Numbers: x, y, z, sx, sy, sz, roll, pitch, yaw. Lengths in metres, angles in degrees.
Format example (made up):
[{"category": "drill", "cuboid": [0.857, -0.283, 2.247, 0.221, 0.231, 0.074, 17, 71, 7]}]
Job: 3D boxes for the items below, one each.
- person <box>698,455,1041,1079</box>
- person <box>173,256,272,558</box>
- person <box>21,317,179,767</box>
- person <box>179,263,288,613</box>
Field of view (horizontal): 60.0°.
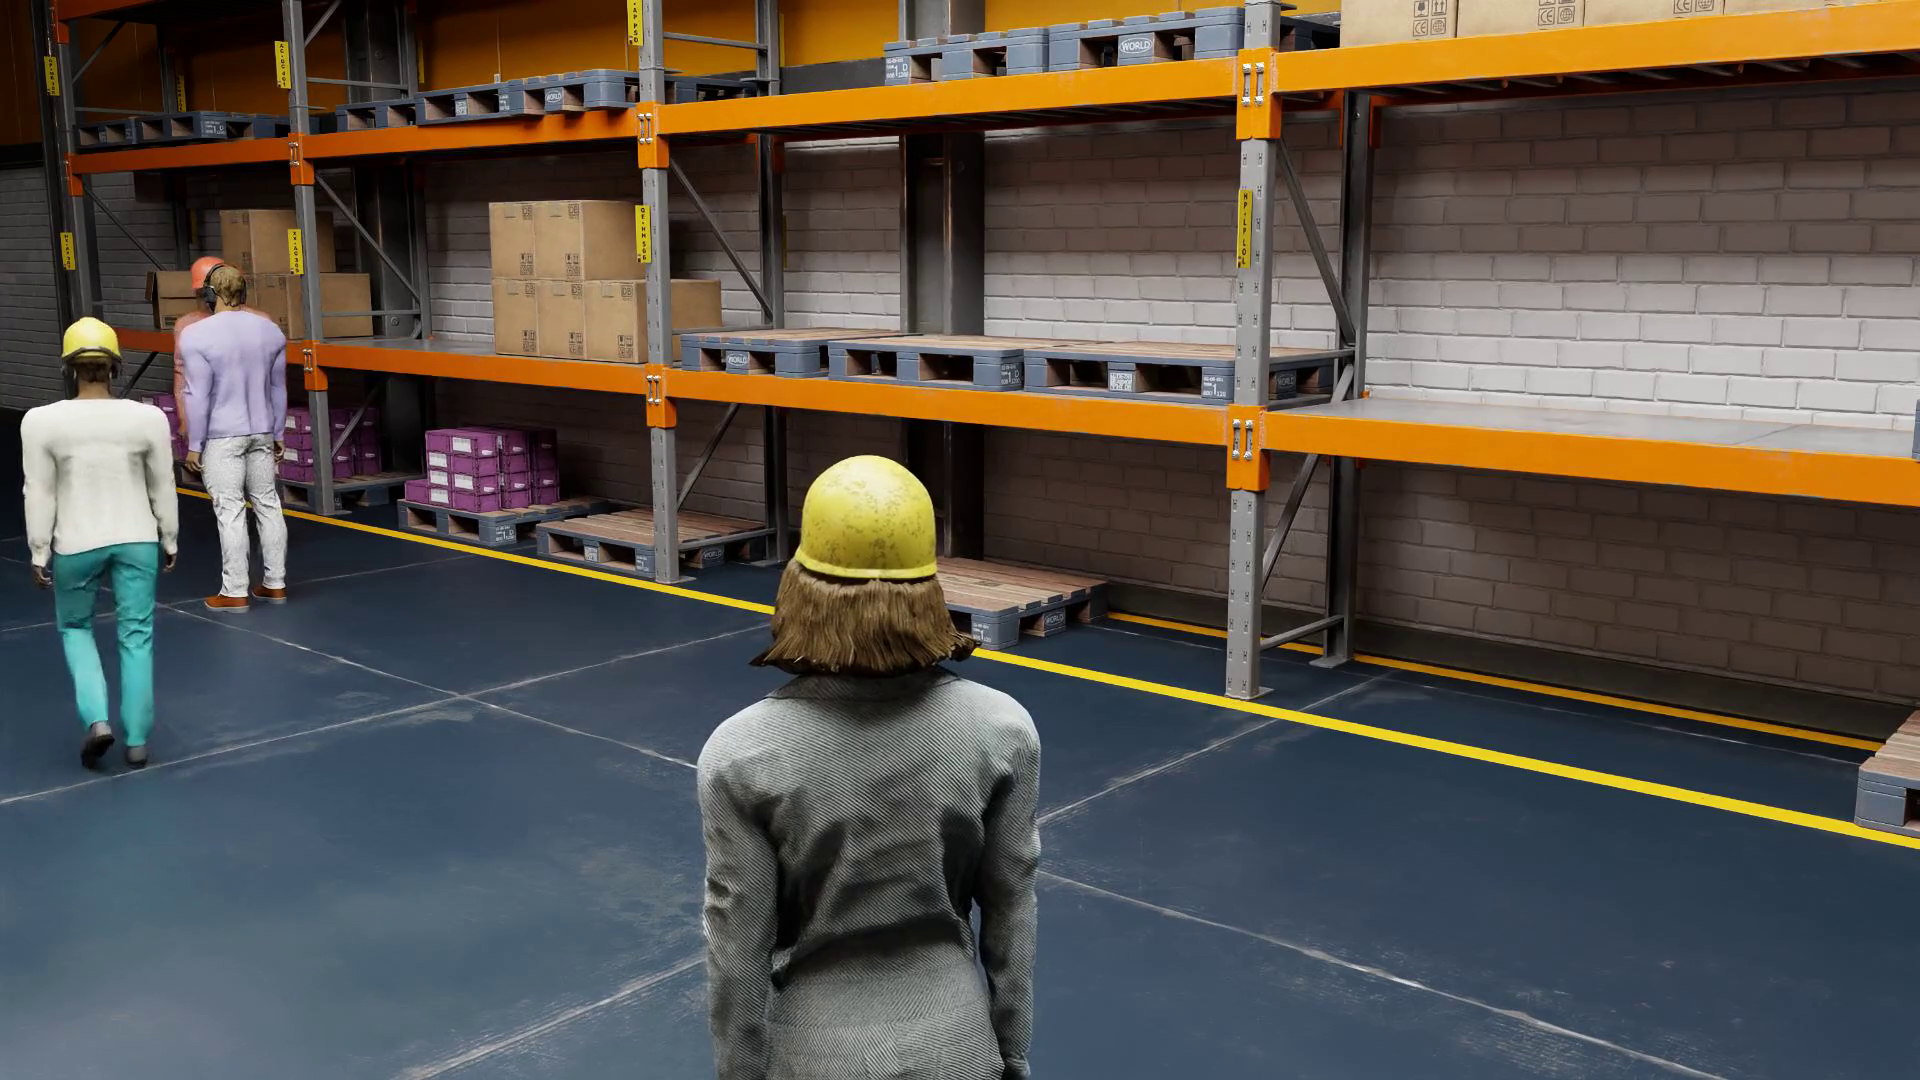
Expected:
[{"category": "person", "cuboid": [-0.126, 0.747, 2.374, 0.487, 1.744, 0.294, -4, 11, -19]}, {"category": "person", "cuboid": [-4.697, -0.829, 10.692, 0.649, 1.968, 0.494, -2, 10, -13]}, {"category": "person", "cuboid": [-3.327, 0.018, 6.482, 0.544, 1.753, 0.384, -6, 12, -31]}, {"category": "person", "cuboid": [-4.036, -0.564, 9.285, 0.367, 1.939, 0.635, 6, 11, 30]}]
